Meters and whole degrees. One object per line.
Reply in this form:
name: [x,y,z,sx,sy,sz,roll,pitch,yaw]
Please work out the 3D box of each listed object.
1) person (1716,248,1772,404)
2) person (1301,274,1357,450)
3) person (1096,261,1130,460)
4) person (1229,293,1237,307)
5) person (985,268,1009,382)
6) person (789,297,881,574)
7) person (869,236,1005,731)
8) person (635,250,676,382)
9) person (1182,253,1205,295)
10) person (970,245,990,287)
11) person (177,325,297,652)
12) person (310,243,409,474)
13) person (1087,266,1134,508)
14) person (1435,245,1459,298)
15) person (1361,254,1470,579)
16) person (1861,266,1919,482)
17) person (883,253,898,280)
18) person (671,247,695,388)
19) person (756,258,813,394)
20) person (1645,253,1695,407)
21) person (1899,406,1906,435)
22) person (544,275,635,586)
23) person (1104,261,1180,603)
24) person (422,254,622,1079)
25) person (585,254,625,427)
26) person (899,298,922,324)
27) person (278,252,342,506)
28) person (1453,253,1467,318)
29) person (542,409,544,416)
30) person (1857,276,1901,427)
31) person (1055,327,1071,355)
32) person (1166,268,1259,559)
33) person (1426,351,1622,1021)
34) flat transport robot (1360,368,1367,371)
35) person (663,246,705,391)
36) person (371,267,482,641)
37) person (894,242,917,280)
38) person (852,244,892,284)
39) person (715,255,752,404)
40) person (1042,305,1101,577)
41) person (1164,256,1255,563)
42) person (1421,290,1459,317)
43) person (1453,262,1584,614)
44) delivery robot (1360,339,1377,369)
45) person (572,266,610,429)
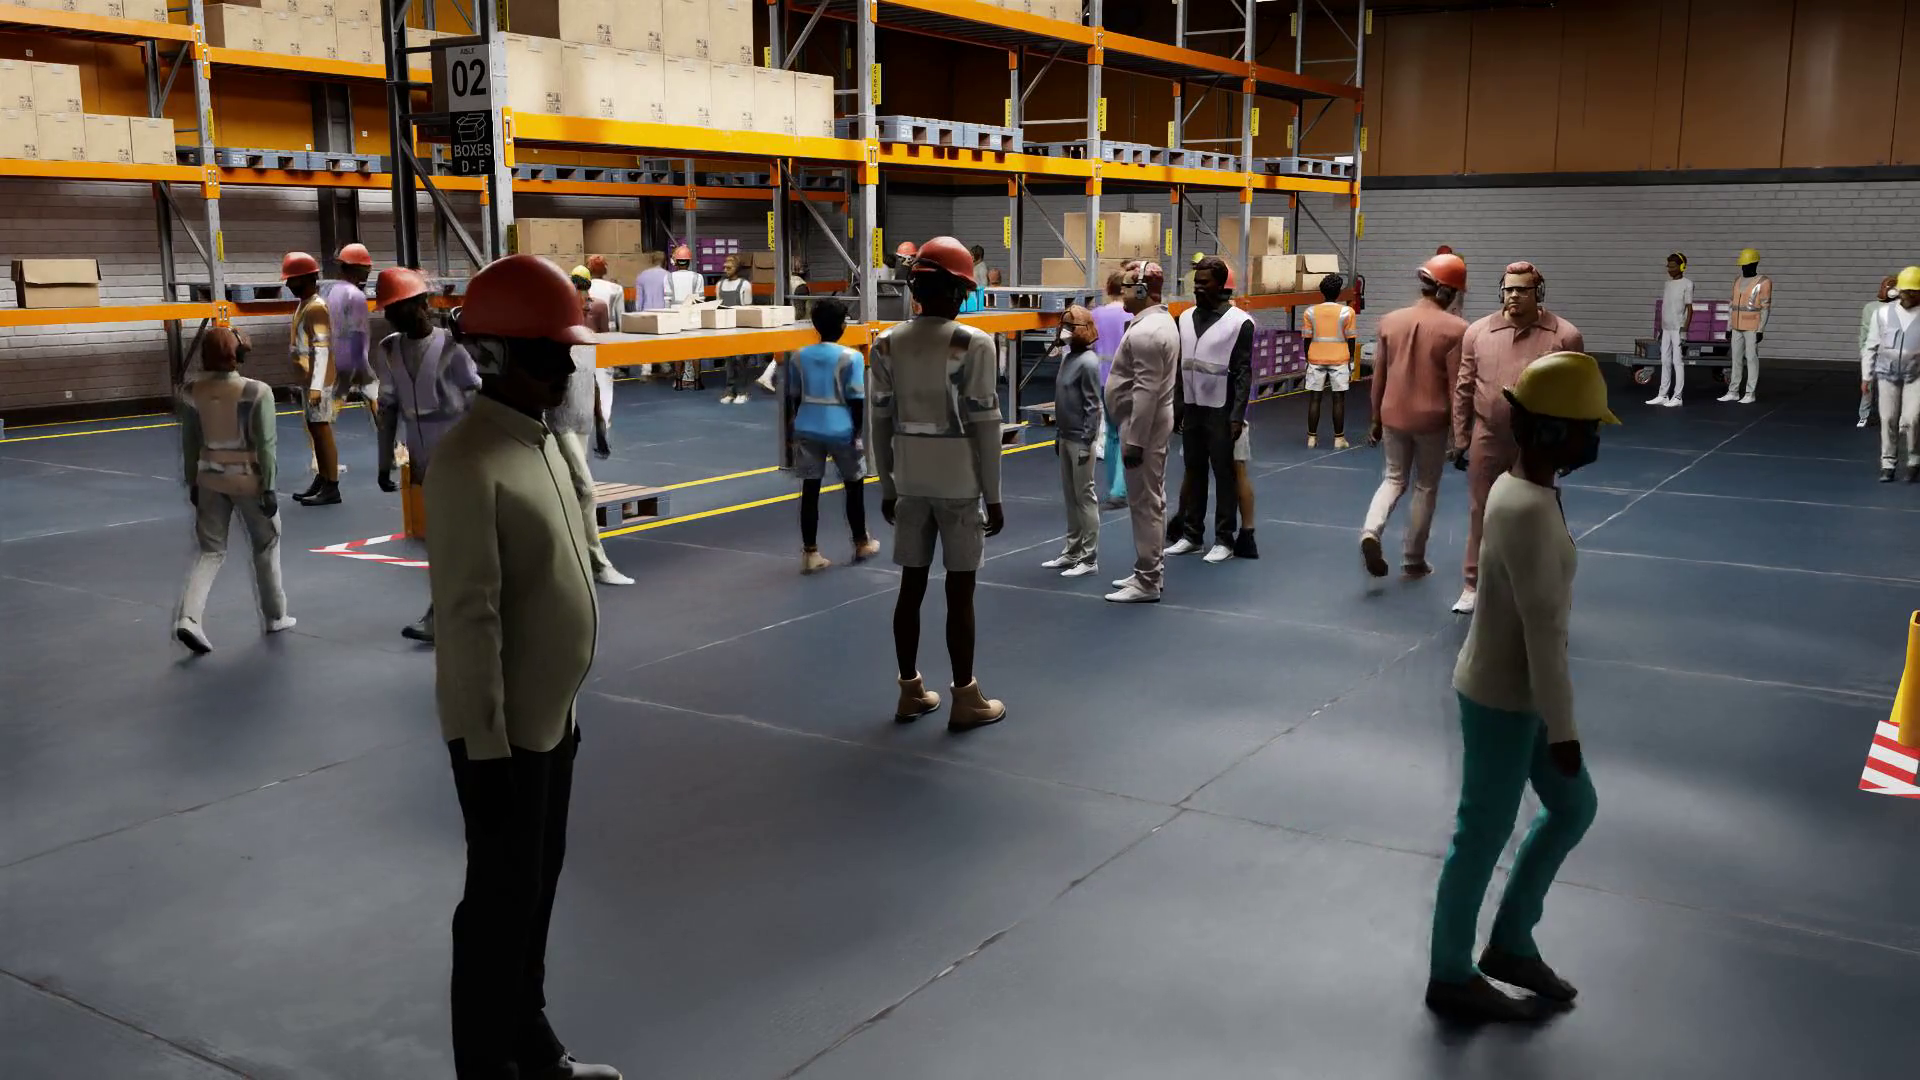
person: [9.762,-2.654,20.666,0.372,1.922,0.585,-4,11,-22]
person: [3.574,-1.719,16.111,0.535,1.697,0.318,5,11,25]
person: [1.487,-1.628,15.252,0.545,1.820,0.942,8,13,38]
person: [2.783,-2.121,18.258,0.491,1.721,0.668,7,12,33]
person: [0.483,-3.010,23.422,0.548,1.625,0.390,-1,10,-4]
person: [-0.762,-0.656,10.274,0.553,1.662,0.781,4,11,23]
person: [-0.076,-0.229,6.912,0.605,2.037,0.388,6,12,31]
person: [-4.327,-3.209,23.872,0.622,1.877,1.071,5,11,26]
person: [3.724,-3.580,26.074,0.403,1.828,0.601,-7,12,-34]
person: [0.322,-3.842,27.211,0.378,1.937,0.629,-1,10,-8]
person: [-3.655,-0.262,8.283,0.523,1.611,0.800,1,10,8]
person: [-5.238,-1.569,14.475,1.041,1.987,0.631,-10,14,-43]
person: [1.233,-1.160,12.696,0.578,1.853,0.564,7,12,34]
person: [7.552,-3.635,26.048,0.545,1.942,0.349,-4,11,-23]
person: [2.640,-0.693,9.755,0.631,1.951,0.707,9,14,42]
person: [7.908,-1.384,13.934,0.620,1.807,0.494,9,14,42]
person: [-1.193,-3.862,27.686,0.632,1.811,0.871,6,12,32]
person: [-3.805,-3.063,22.886,0.373,1.940,0.628,-1,10,-5]
person: [-2.243,-2.800,21.835,0.855,1.802,0.663,-7,12,-34]
person: [8.694,-2.558,20.297,0.329,1.865,0.510,-3,11,-17]
person: [9.891,-1.866,17.096,0.285,1.634,0.499,-10,14,-43]
person: [-2.352,-0.659,9.883,0.925,1.836,0.517,4,11,23]
person: [1.011,-0.604,9.350,0.409,1.907,0.650,2,11,13]
person: [-0.949,0.382,3.649,0.396,1.990,0.622,0,10,0]
person: [-3.950,-2.176,18.183,0.611,1.860,0.643,-3,11,-16]
person: [-0.280,-1.227,13.535,0.514,1.642,0.307,0,10,2]
person: [-4.979,-1.230,12.745,0.363,1.933,0.543,-6,12,-30]
person: [7.869,-3.699,26.747,0.431,1.812,0.633,-3,11,-15]
person: [-3.957,-1.687,15.530,0.429,1.842,0.636,-1,10,-5]
person: [9.973,-2.020,17.942,0.503,1.636,0.280,5,11,26]
person: [1.520,-2.790,21.516,0.673,1.893,0.399,-3,11,-18]
person: [1.636,-0.857,10.835,0.553,1.882,0.967,-5,11,-25]
person: [1.465,0.398,4.221,0.533,1.741,0.535,4,11,19]
flat transport robot: [5.878,-2.766,25.860,0.652,0.197,1.431,-1,10,-7]
person: [-3.702,-2.975,22.389,0.547,1.941,0.372,-1,10,-4]
person: [-2.677,-0.435,8.456,0.562,1.880,0.886,4,11,22]
person: [-0.682,-2.895,21.794,0.376,1.997,0.612,-2,11,-13]
person: [-1.402,-3.572,25.425,0.688,2.000,0.538,7,12,33]
person: [-2.809,-2.580,20.550,0.562,1.831,0.460,5,11,25]
person: [0.692,-0.596,10.056,0.280,1.636,0.500,-3,11,-18]
person: [1.587,-0.822,10.524,0.390,1.920,0.587,-9,13,-40]
person: [6.752,-3.058,23.432,0.534,1.729,0.554,6,12,31]
person: [2.960,-0.524,8.909,0.651,1.906,0.403,5,11,26]
delivery robot: [6.136,-2.752,24.739,0.477,0.478,0.707,-5,11,-24]
person: [-3.770,-1.857,16.682,0.523,1.769,0.314,-4,11,-21]
